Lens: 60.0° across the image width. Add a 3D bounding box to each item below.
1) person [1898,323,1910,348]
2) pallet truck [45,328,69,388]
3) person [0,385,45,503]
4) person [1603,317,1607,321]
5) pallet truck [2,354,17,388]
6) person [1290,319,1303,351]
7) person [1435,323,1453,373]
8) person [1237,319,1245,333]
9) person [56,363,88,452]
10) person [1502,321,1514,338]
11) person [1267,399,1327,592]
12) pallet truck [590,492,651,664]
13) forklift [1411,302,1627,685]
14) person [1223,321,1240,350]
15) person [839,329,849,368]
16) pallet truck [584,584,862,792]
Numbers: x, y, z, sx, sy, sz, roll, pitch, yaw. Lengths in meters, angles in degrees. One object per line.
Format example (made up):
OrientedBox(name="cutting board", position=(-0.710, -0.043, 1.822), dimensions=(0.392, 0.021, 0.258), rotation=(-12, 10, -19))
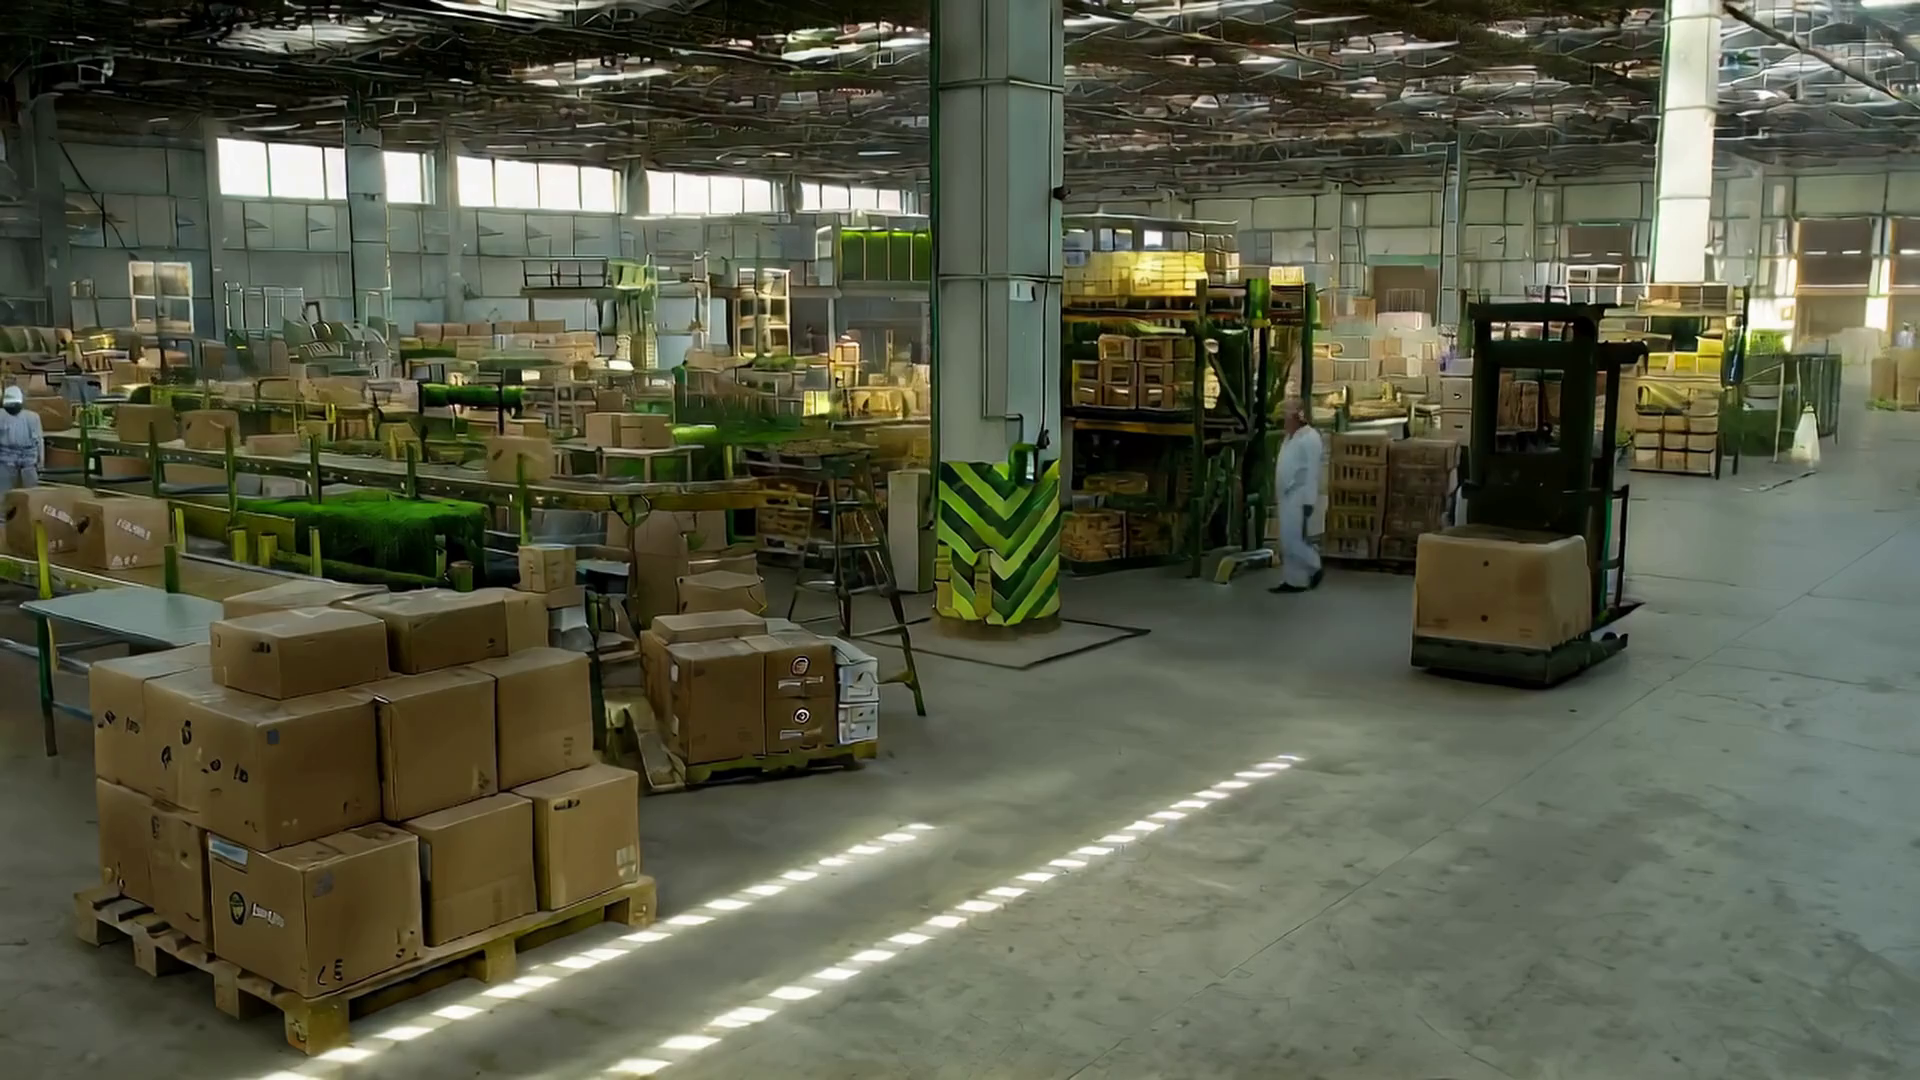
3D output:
OrientedBox(name="person", position=(32.252, -6.469, 56.850), dimensions=(0.348, 1.882, 0.584), rotation=(4, 10, 28))
OrientedBox(name="pallet truck", position=(-23.775, -4.544, 43.495), dimensions=(1.885, 1.965, 0.823), rotation=(6, 10, 35))
OrientedBox(name="person", position=(-11.115, -0.916, 19.611), dimensions=(0.591, 1.826, 0.403), rotation=(-5, 10, -29))
OrientedBox(name="person", position=(28.874, -9.060, 74.447), dimensions=(0.525, 1.848, 0.752), rotation=(-4, 10, -28))
OrientedBox(name="pallet truck", position=(-24.881, -4.417, 42.634), dimensions=(1.885, 1.965, 0.823), rotation=(8, 11, 41))
OrientedBox(name="person", position=(14.075, -8.356, 69.765), dimensions=(0.582, 1.830, 0.993), rotation=(5, 10, 32))
OrientedBox(name="person", position=(16.037, -6.227, 55.152), dimensions=(0.560, 1.903, 0.850), rotation=(2, 9, 14))
OrientedBox(name="person", position=(11.599, -8.223, 68.543), dimensions=(0.399, 1.928, 0.542), rotation=(3, 9, 22))
OrientedBox(name="person", position=(-16.231, -2.426, 30.436), dimensions=(0.503, 1.633, 0.280), rotation=(-2, 9, -14))
OrientedBox(name="person", position=(25.859, -9.630, 78.436), dimensions=(0.524, 1.798, 0.938), rotation=(0, 8, 3))
OrientedBox(name="person", position=(3.227, -0.408, 15.974), dimensions=(0.462, 1.891, 0.673), rotation=(-2, 9, -12))
OrientedBox(name="pallet truck", position=(-3.115, 0.344, 12.883), dimensions=(0.653, 1.274, 1.630), rotation=(7, 11, 37))
OrientedBox(name="forklift", position=(4.379, -0.438, 12.852), dimensions=(1.129, 2.768, 1.873), rotation=(7, 11, 37))
OrientedBox(name="person", position=(9.292, -6.476, 56.697), dimensions=(0.656, 1.935, 1.036), rotation=(0, 8, -1))
OrientedBox(name="person", position=(-3.708, -5.927, 53.696), dimensions=(0.305, 1.736, 0.484), rotation=(5, 10, 29))
OrientedBox(name="pallet truck", position=(-1.426, 0.805, 10.019), dimensions=(1.601, 1.201, 0.680), rotation=(-4, 9, -26))
